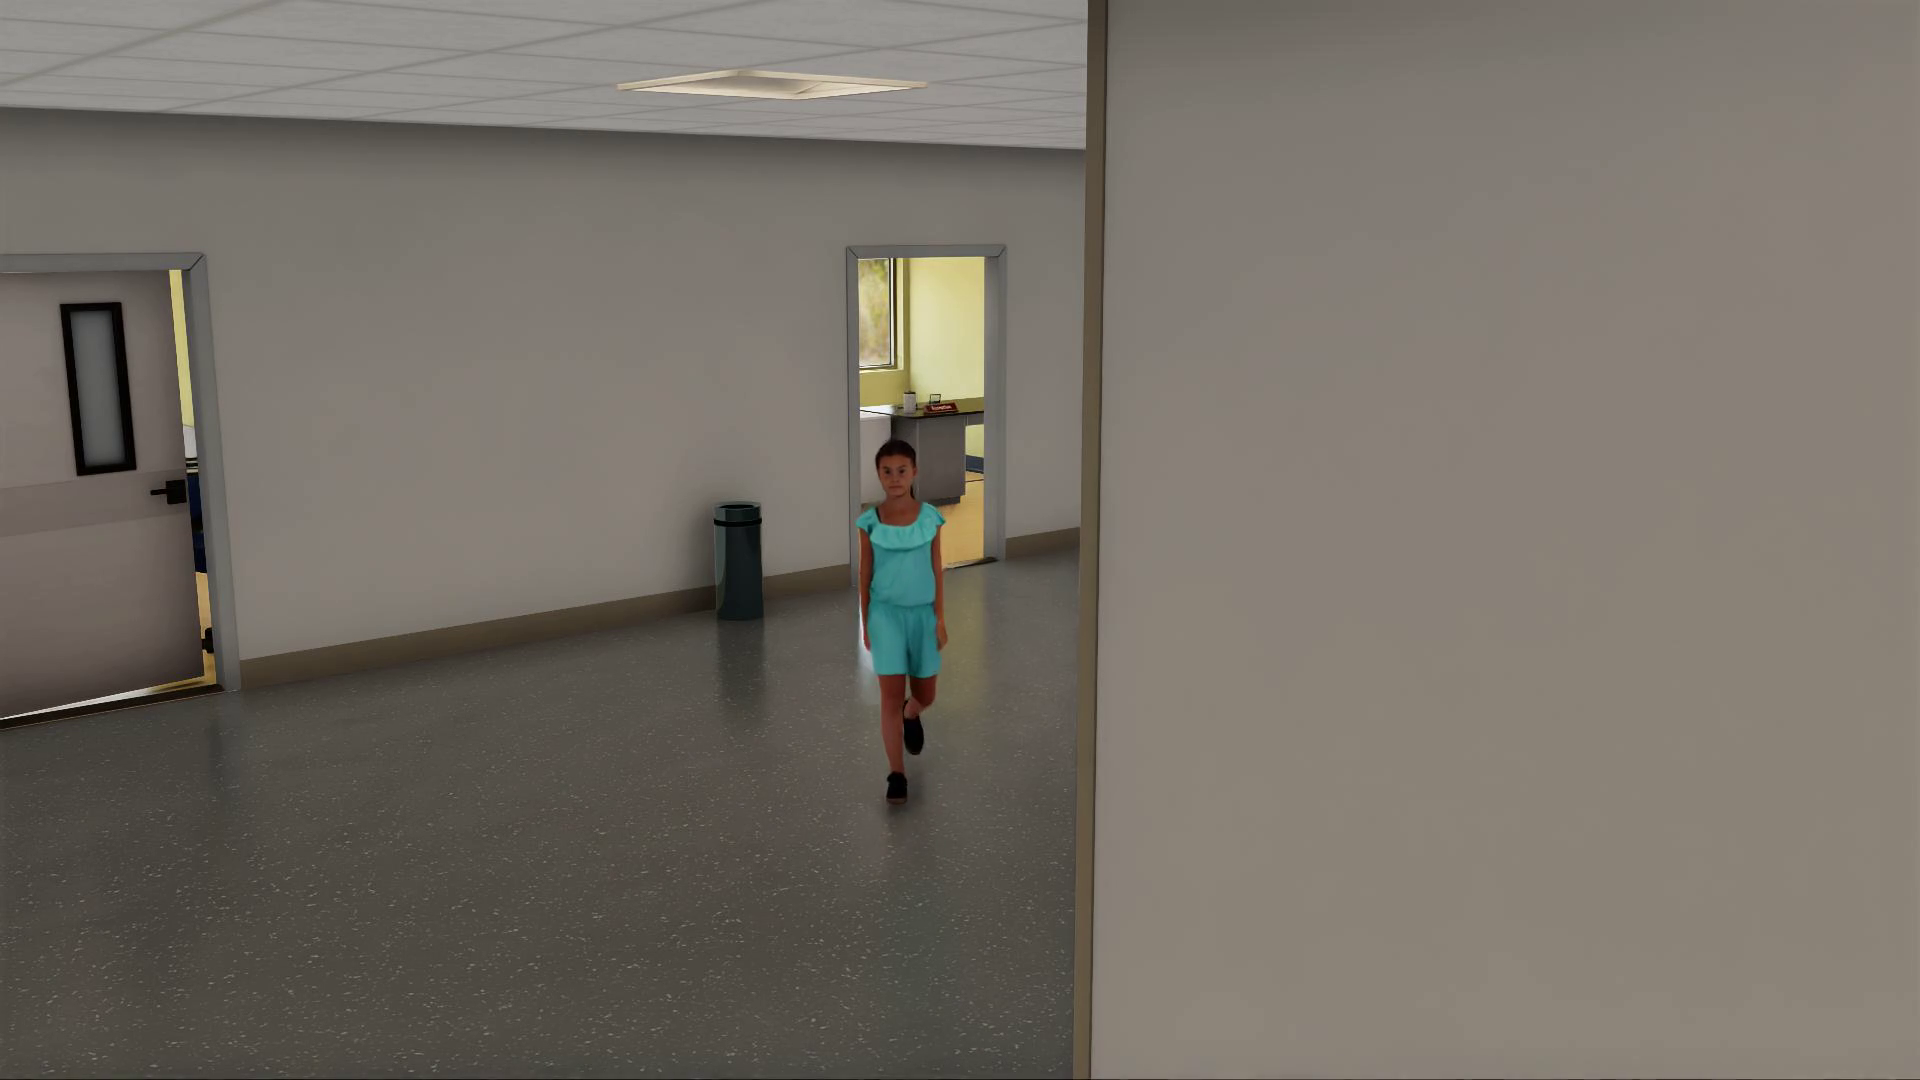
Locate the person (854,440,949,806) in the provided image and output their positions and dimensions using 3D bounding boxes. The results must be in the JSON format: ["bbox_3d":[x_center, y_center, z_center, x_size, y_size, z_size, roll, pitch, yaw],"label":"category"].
[{"bbox_3d":[-0.240,0.334,7.215,0.930,1.542,0.918,-1,11,-4],"label":"person"}]
